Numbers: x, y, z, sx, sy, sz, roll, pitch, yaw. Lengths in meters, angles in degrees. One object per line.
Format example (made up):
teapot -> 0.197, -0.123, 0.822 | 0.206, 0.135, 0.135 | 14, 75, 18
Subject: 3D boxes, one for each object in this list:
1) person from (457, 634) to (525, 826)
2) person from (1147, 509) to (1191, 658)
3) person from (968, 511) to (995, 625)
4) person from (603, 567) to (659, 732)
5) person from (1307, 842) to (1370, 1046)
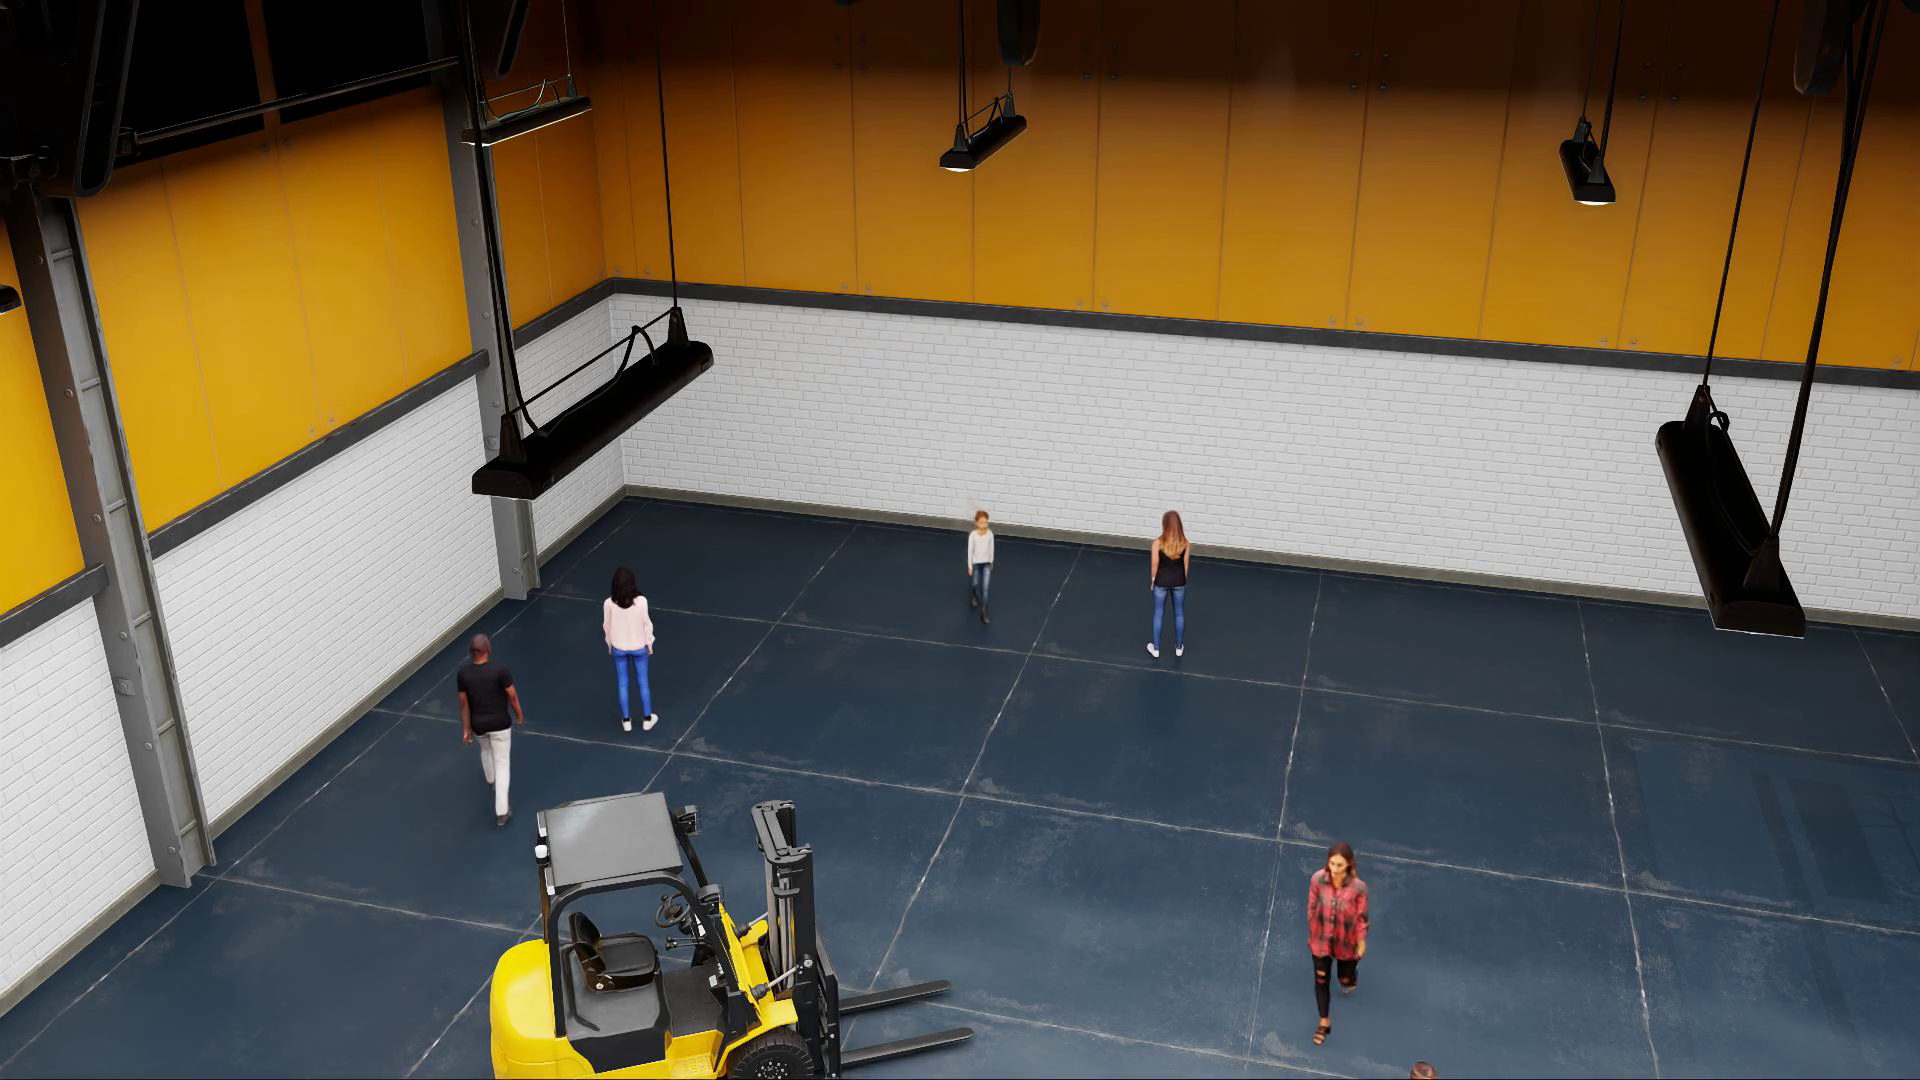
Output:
person -> -4.287, 1.753, 15.243 | 0.803, 1.749, 1.201 | 1, 24, 2
person -> 2.297, 0.471, 18.208 | 0.657, 1.723, 0.639 | -2, 24, -4
person -> 0.211, 0.267, 19.219 | 0.773, 1.287, 0.985 | -6, 24, -14
person -> -3.323, 1.095, 16.726 | 0.709, 1.768, 0.648 | -1, 24, -1
person -> 2.857, 2.971, 12.533 | 0.765, 1.687, 1.003 | 11, 26, 23
